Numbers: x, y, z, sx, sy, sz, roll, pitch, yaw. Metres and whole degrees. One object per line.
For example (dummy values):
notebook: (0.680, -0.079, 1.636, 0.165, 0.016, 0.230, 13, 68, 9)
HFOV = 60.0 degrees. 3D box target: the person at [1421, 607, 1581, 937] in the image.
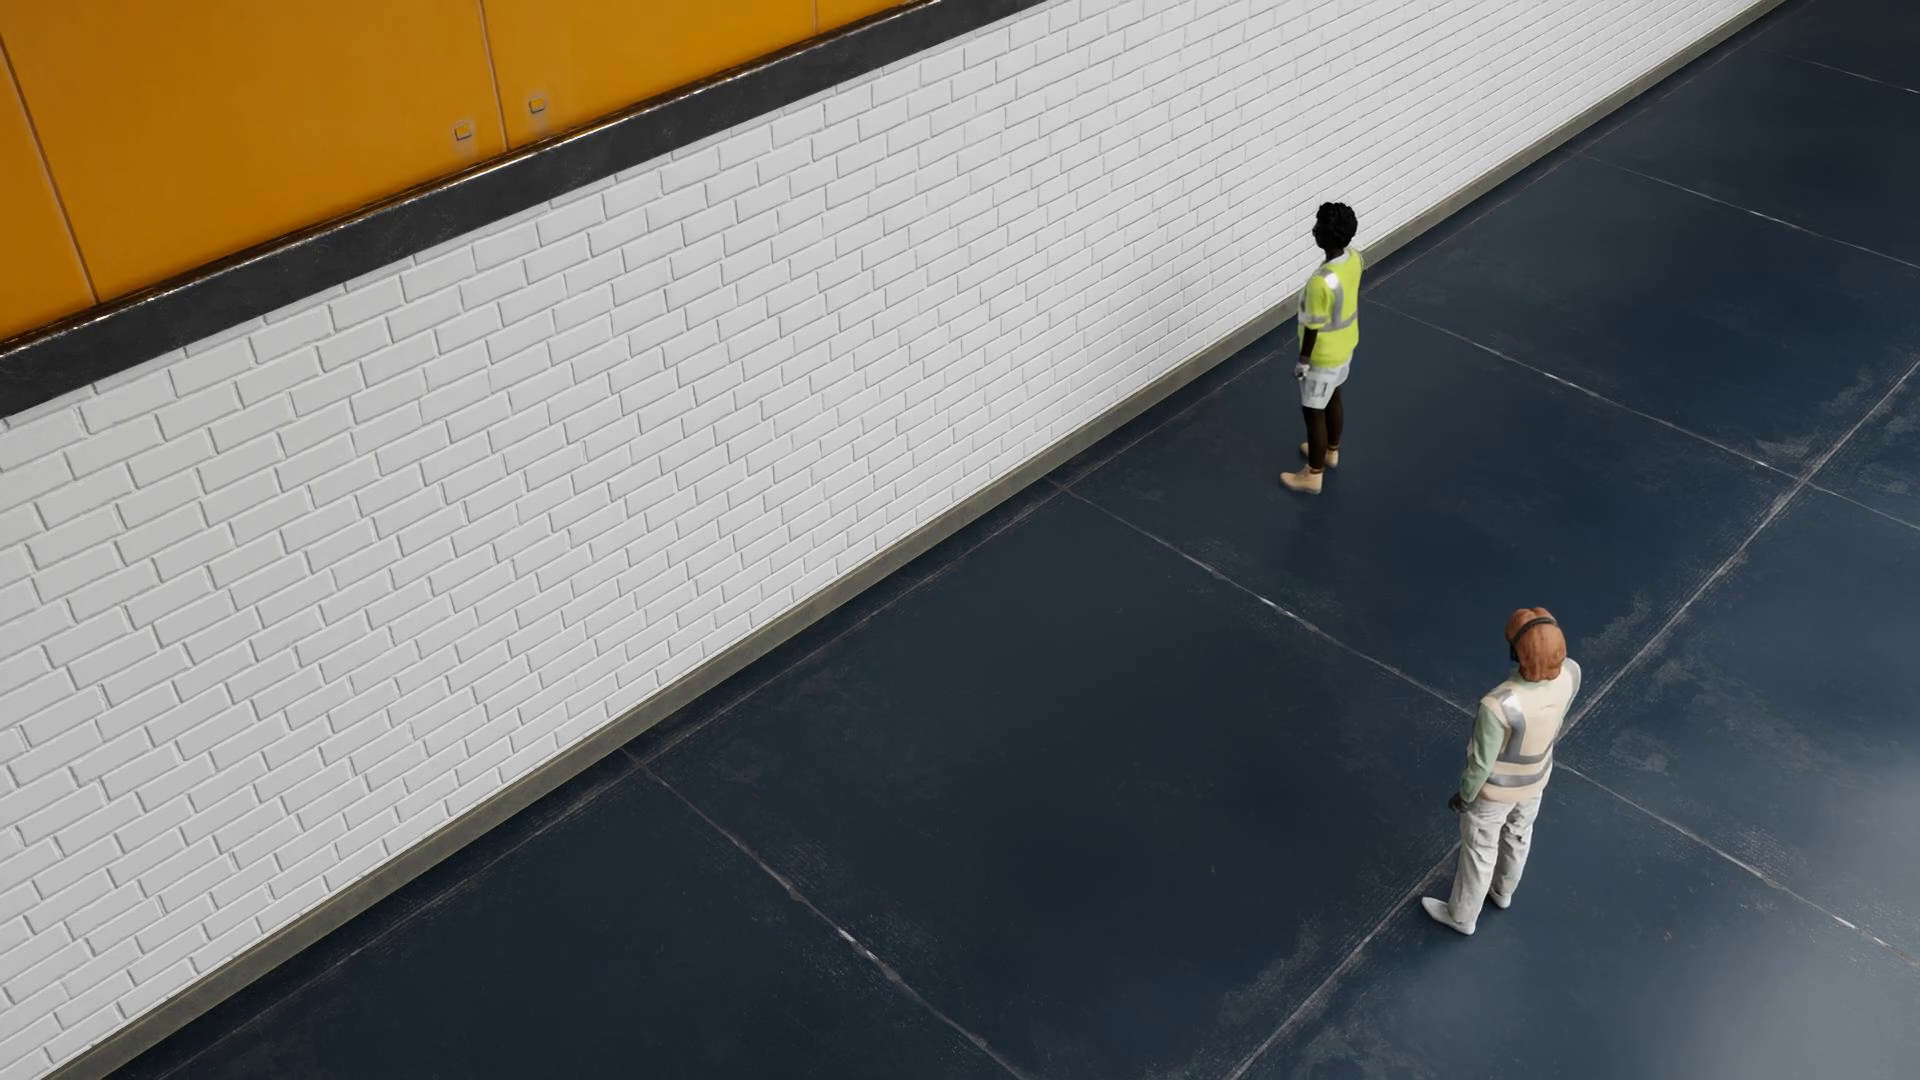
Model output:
person: (2.170, 0.947, 6.640, 0.514, 1.635, 0.313, -22, 43, -25)

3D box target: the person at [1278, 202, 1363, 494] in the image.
person: (1.997, -1.056, 9.111, 0.325, 1.684, 0.543, 21, 43, 24)
